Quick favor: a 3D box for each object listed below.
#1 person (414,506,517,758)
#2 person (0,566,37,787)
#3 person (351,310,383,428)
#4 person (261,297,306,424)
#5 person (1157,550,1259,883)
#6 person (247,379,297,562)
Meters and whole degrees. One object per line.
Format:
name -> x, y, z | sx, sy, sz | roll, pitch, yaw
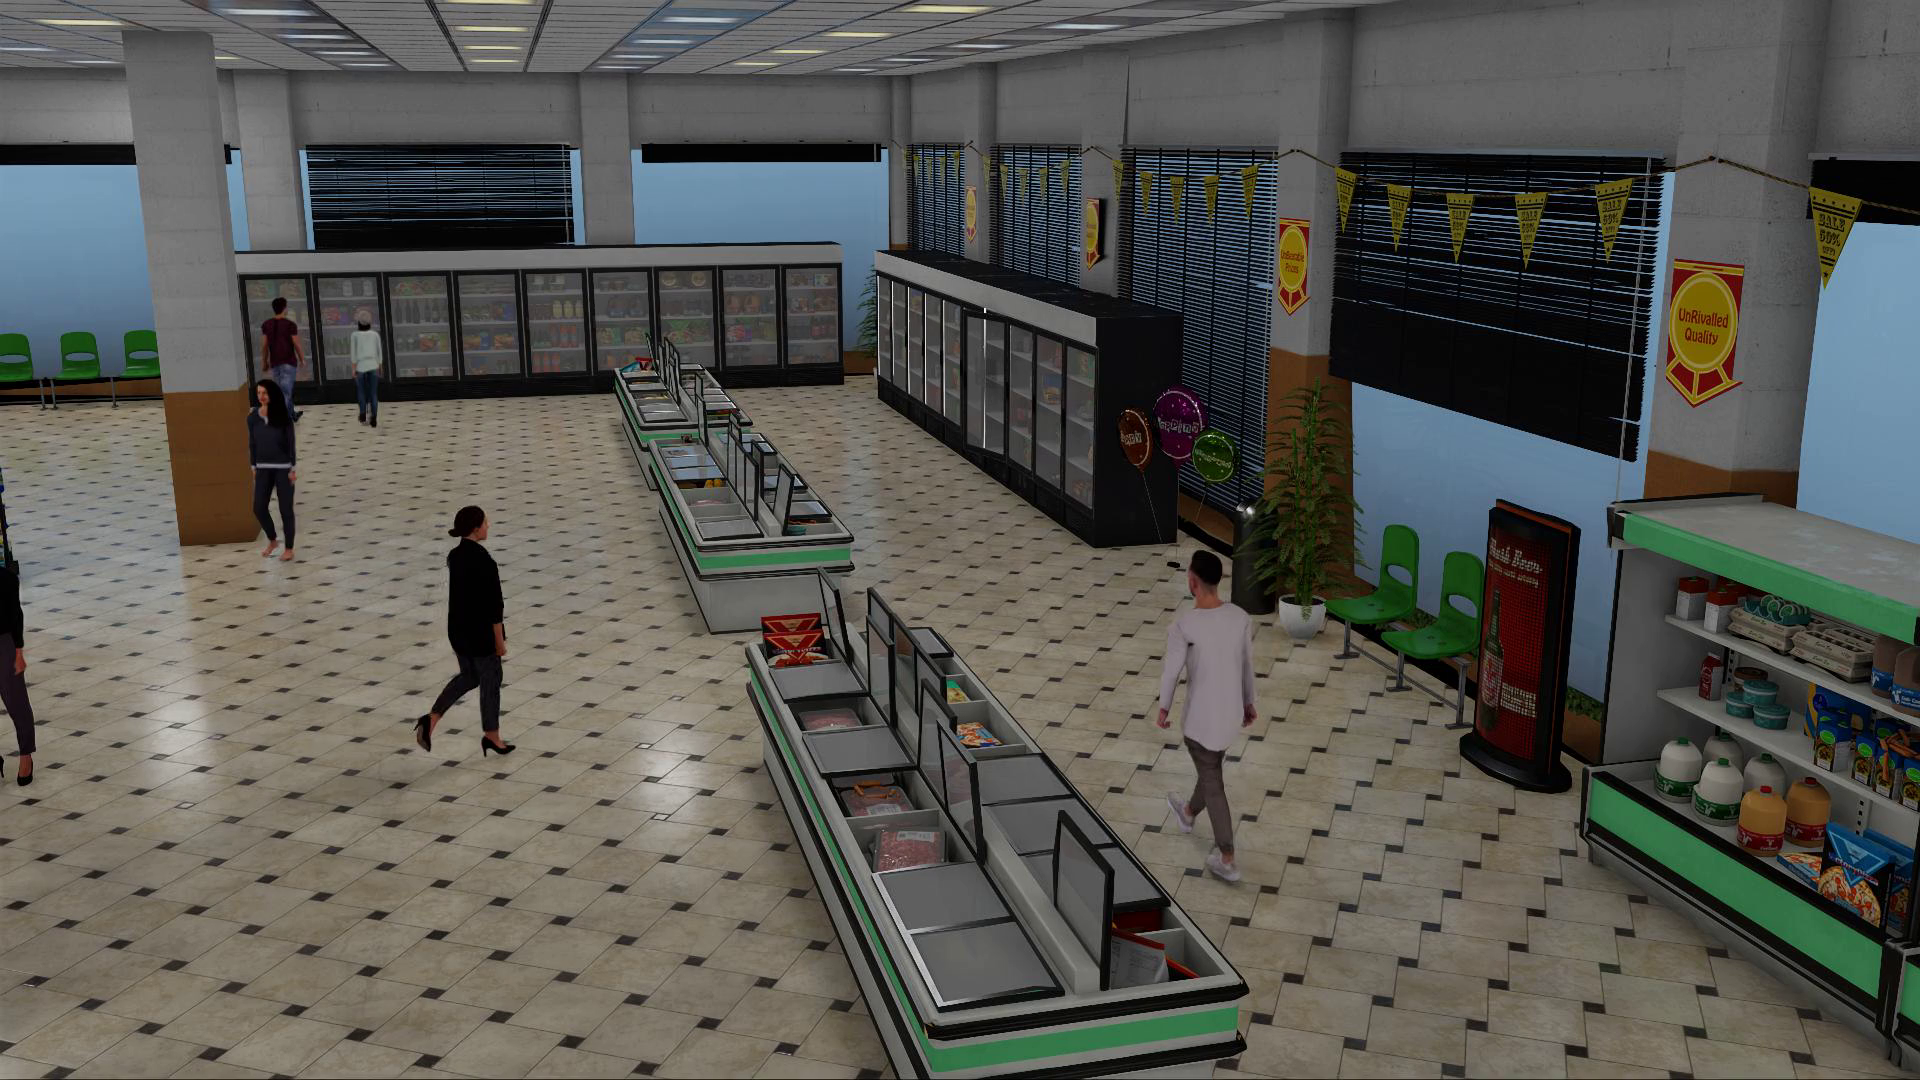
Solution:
person -> -3.204, 0.643, 10.736 | 0.981, 1.697, 0.974 | 13, 19, 42
person -> -6.071, 0.731, 10.428 | 0.640, 1.671, 0.589 | -1, 14, -3
person -> -8.344, -2.401, 23.453 | 0.714, 1.620, 0.997 | -7, 15, -27
person -> -9.441, -2.407, 23.087 | 0.959, 1.804, 1.193 | 3, 14, 10
person -> 1.422, 0.992, 9.098 | 0.831, 1.793, 1.152 | -6, 15, -24
person -> -6.595, -0.689, 16.097 | 0.654, 1.760, 0.646 | -1, 14, -4
